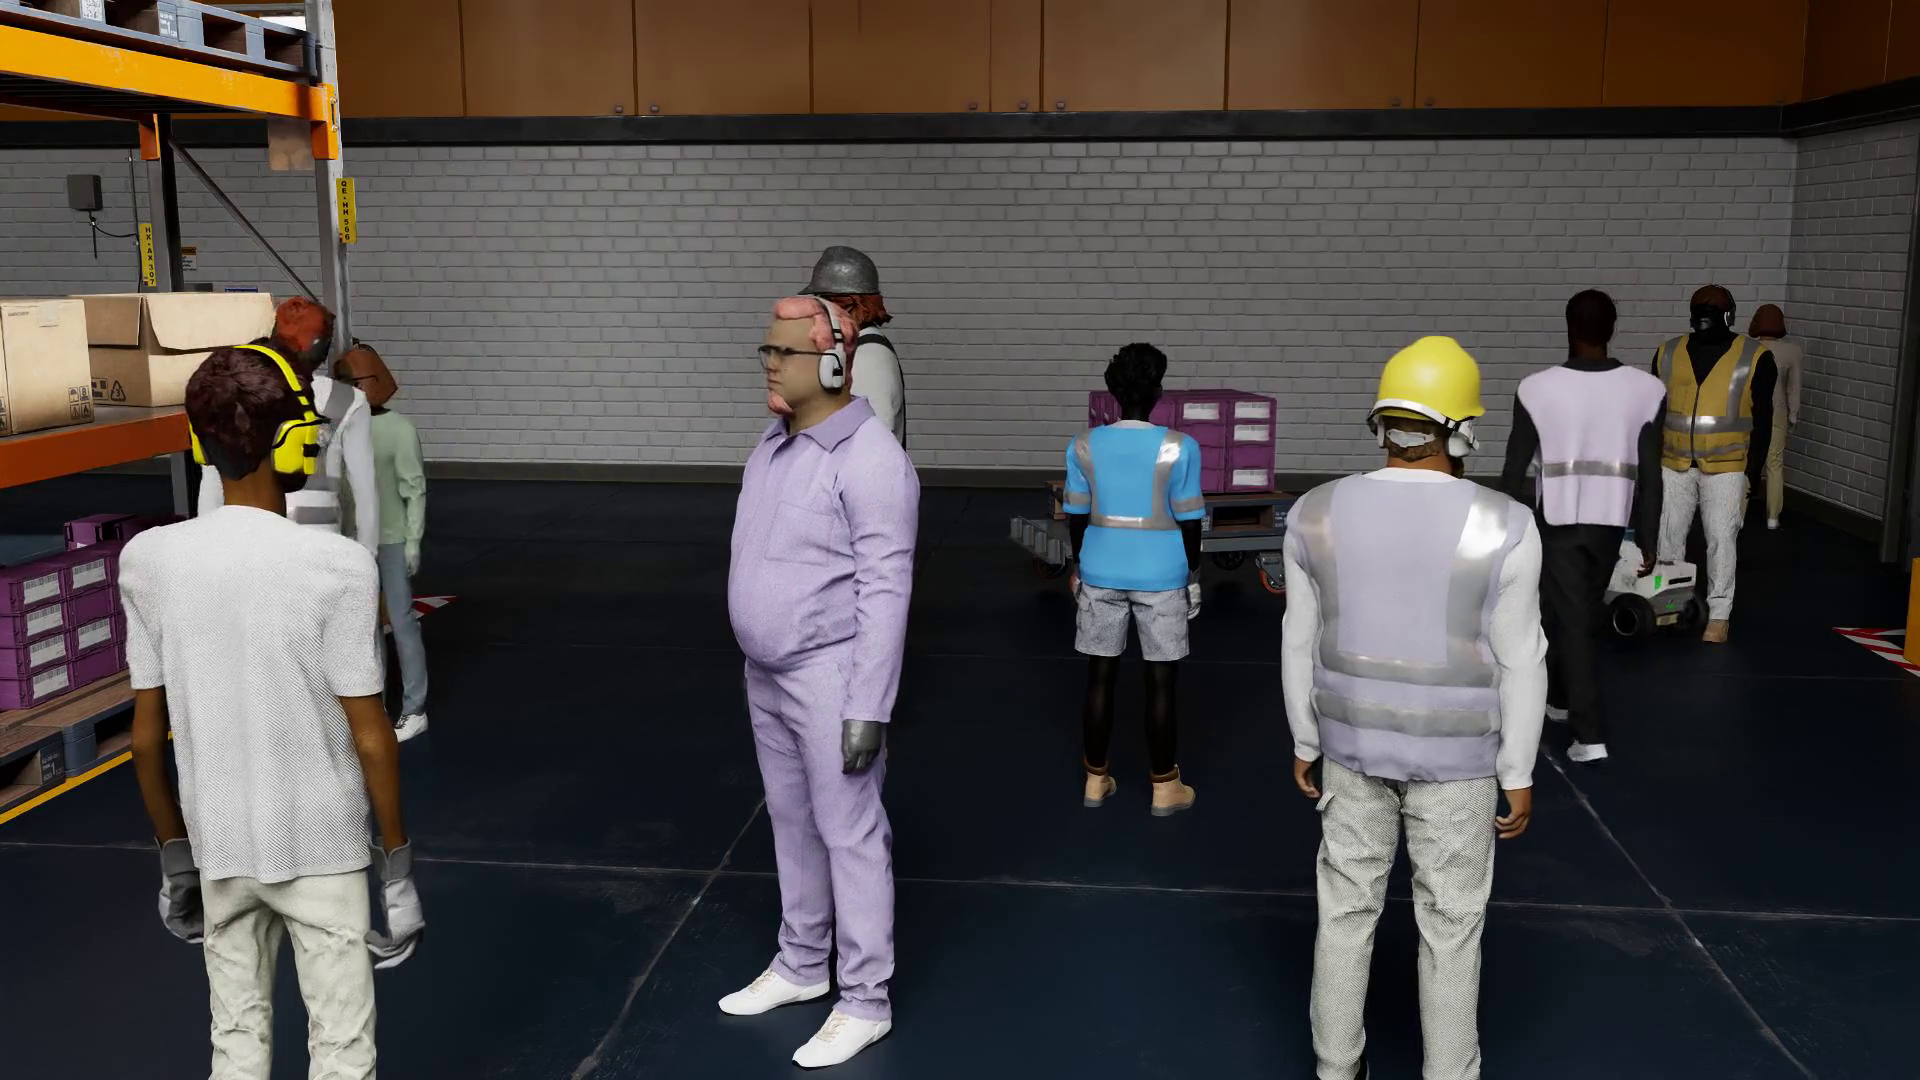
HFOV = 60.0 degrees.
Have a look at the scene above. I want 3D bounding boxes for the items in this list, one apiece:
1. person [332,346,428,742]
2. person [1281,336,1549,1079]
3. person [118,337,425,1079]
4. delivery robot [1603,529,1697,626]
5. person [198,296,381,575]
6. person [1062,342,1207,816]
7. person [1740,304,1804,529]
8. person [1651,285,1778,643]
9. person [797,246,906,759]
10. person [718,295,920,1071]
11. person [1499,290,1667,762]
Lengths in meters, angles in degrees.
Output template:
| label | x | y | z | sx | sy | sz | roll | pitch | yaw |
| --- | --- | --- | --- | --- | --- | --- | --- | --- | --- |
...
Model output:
| label | x | y | z | sx | sy | sz | roll | pitch | yaw |
| --- | --- | --- | --- | --- | --- | --- | --- | --- | --- |
| person | -2.417 | 0.020 | 6.864 | 0.507 | 1.630 | 0.268 | 5 | 11 | 26 |
| person | 1.025 | 0.459 | 3.778 | 0.592 | 1.833 | 0.404 | 6 | 12 | 31 |
| person | -1.208 | 0.579 | 2.988 | 0.514 | 1.872 | 0.328 | 2 | 10 | 9 |
| delivery robot | 3.483 | 0.183 | 8.748 | 0.477 | 0.478 | 0.707 | -6 | 11 | -29 |
| person | -2.494 | 0.025 | 6.224 | 0.605 | 1.843 | 0.637 | -2 | 10 | -10 |
| person | 0.628 | 0.144 | 5.966 | 0.532 | 1.698 | 0.319 | 5 | 11 | 26 |
| person | 5.809 | -0.887 | 12.058 | 0.507 | 1.632 | 0.276 | 2 | 10 | 13 |
| person | 3.848 | -0.395 | 8.641 | 0.634 | 1.842 | 0.429 | 8 | 13 | 38 |
| person | -0.483 | -0.140 | 6.613 | 0.538 | 2.000 | 0.683 | -1 | 10 | -8 |
| person | -0.379 | 0.349 | 4.189 | 0.410 | 1.913 | 0.643 | -7 | 12 | -35 |
| person | 2.515 | -0.072 | 6.764 | 0.606 | 1.868 | 1.061 | 1 | 10 | 4 |
